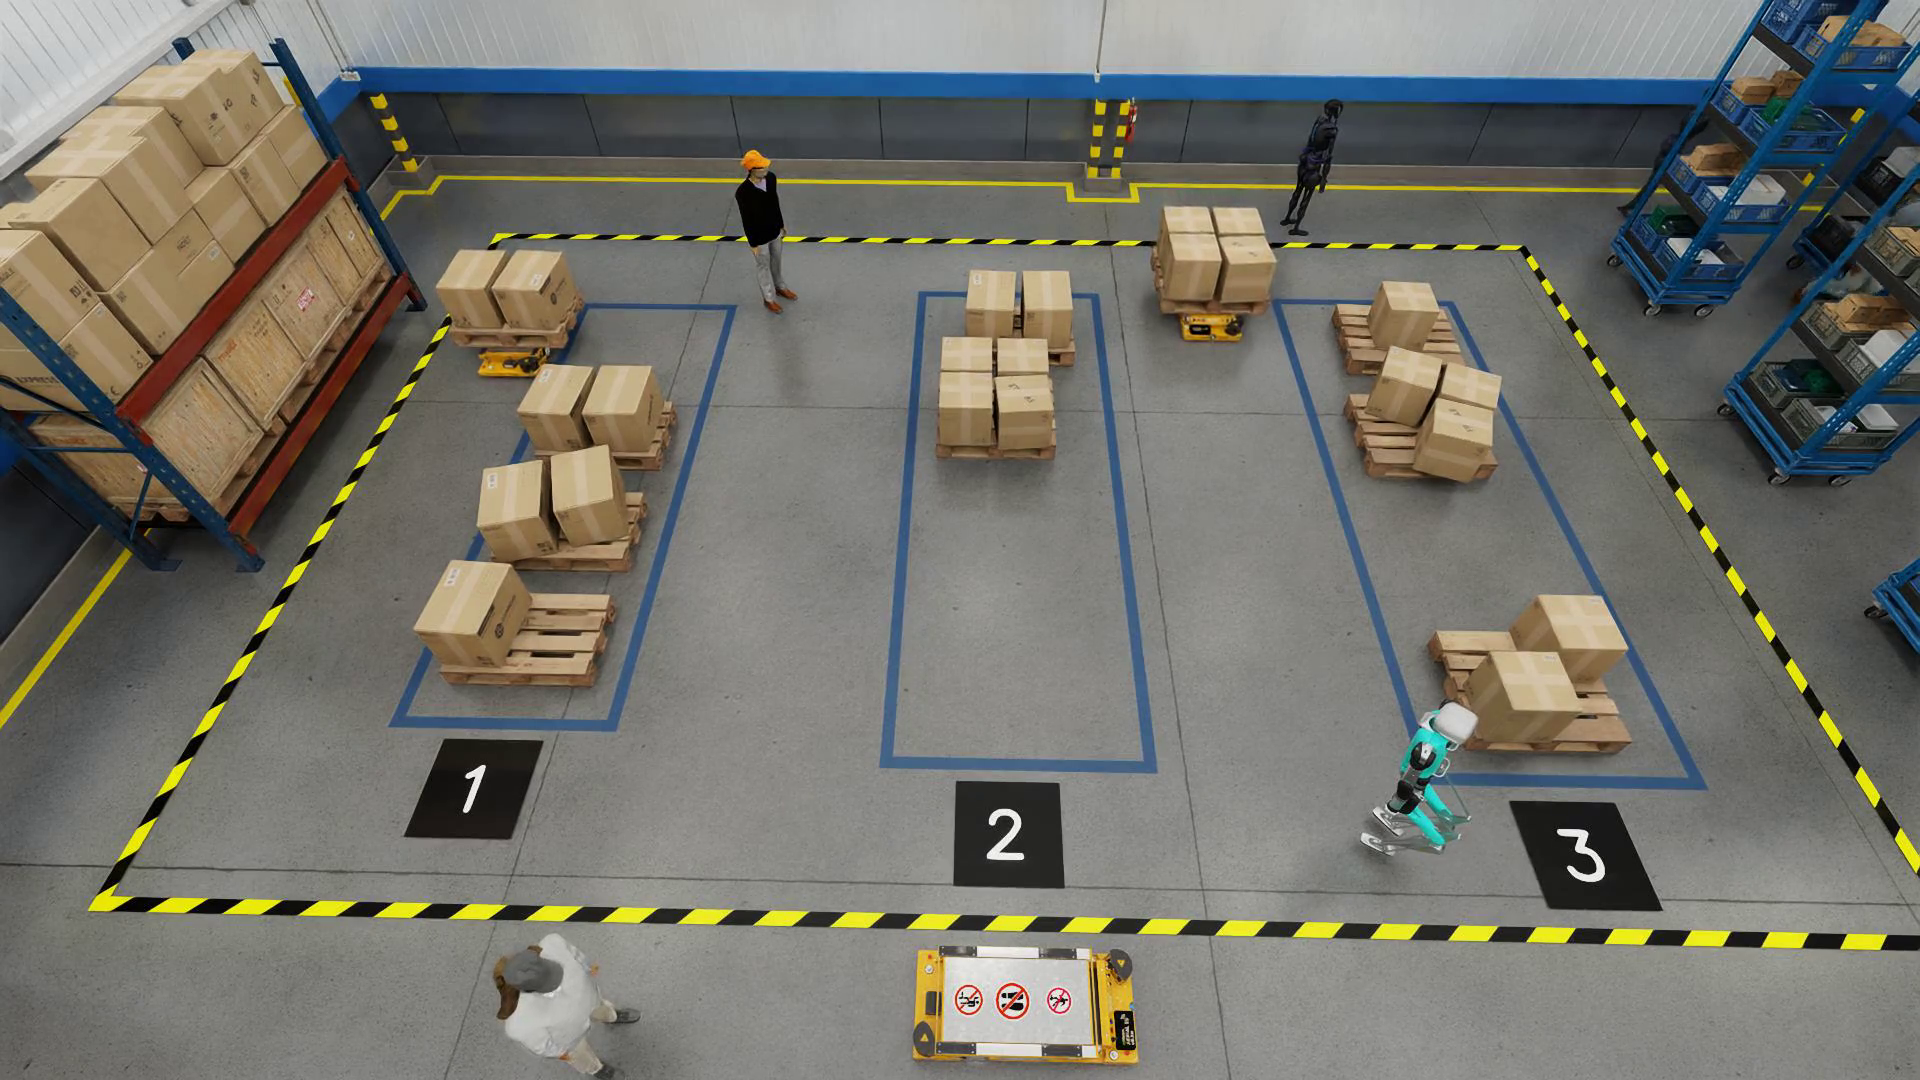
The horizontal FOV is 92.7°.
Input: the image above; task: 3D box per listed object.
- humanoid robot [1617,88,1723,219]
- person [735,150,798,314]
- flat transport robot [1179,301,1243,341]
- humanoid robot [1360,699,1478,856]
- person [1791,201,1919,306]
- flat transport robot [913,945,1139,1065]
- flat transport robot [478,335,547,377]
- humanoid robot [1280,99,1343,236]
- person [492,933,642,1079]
[{"bbox_3d":[8.943,-4.866,11.545,0.385,1.640,0.590,30,57,22],"label":"humanoid robot"},{"bbox_3d":[-2.167,-3.439,10.247,0.355,1.884,0.590,25,55,19],"label":"person"},{"bbox_3d":[2.888,-2.879,10.814,0.652,0.197,1.431,1,51,1],"label":"flat transport robot"},{"bbox_3d":[3.166,1.699,6.070,0.735,1.673,0.533,34,58,25],"label":"humanoid robot"},{"bbox_3d":[9.945,-3.068,9.937,0.678,1.891,0.799,0,51,0],"label":"person"},{"bbox_3d":[0.422,3.041,6.007,1.431,0.231,0.659,1,51,1],"label":"flat transport robot"},{"bbox_3d":[-4.927,-2.395,10.420,0.652,0.197,1.431,1,51,1],"label":"flat transport robot"},{"bbox_3d":[4.365,-4.615,11.329,0.315,1.657,0.599,-7,51,-6],"label":"humanoid robot"},{"bbox_3d":[-2.267,2.714,5.308,0.405,1.763,0.564,5,51,4],"label":"person"}]
